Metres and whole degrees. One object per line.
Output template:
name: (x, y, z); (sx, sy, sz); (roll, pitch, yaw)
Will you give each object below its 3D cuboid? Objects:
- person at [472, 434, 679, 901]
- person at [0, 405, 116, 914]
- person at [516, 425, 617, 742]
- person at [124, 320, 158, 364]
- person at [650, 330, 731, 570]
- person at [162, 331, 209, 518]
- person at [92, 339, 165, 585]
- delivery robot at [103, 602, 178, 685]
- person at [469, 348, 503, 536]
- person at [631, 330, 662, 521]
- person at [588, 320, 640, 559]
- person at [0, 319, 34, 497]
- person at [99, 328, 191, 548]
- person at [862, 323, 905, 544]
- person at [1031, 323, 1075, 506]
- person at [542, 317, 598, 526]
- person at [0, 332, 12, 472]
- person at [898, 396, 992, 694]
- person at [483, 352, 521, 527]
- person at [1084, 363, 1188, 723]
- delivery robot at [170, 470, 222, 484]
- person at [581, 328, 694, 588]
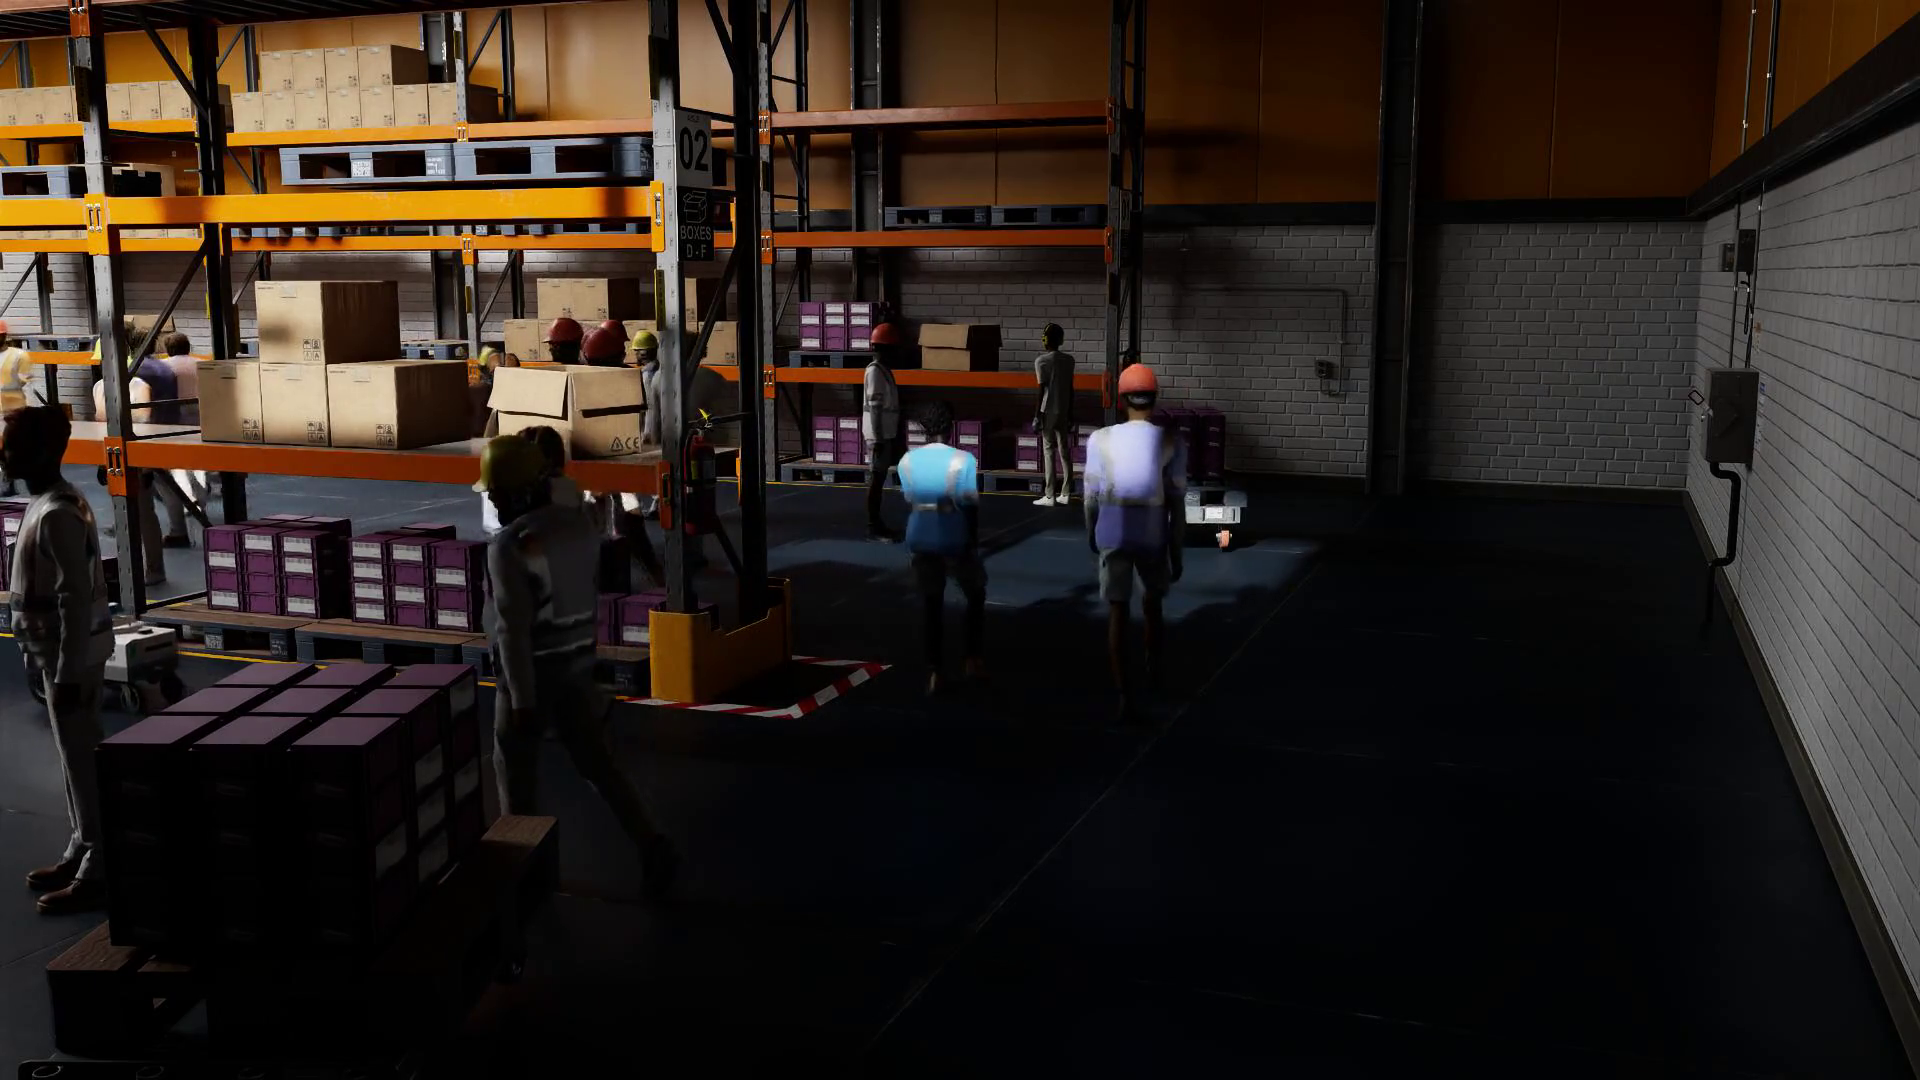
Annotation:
person: (-1.468, 0.490, 6.199); (0.865, 1.788, 0.590); (4, 10, 25)
person: (-3.346, 0.439, 6.197); (0.360, 1.883, 0.574); (-5, 11, -31)
person: (-1.980, 0.239, 8.276); (0.529, 1.623, 0.510); (3, 9, 17)
person: (-9.848, -1.700, 19.812); (0.673, 1.831, 0.431); (1, 9, 7)
person: (-2.141, -0.721, 13.348); (0.657, 1.921, 0.444); (2, 9, 13)
person: (-7.430, -1.091, 15.990); (0.642, 1.824, 0.487); (-8, 12, -42)
person: (-6.351, -0.604, 12.641); (0.588, 1.919, 0.399); (4, 10, 25)
delivery robot: (-4.661, 0.587, 9.130); (0.707, 0.478, 0.477); (4, 10, 21)
person: (-4.135, -0.841, 14.771); (0.530, 1.709, 0.937); (-7, 11, -37)
person: (-2.979, -1.098, 16.013); (0.403, 1.828, 0.594); (0, 9, -1)
person: (-2.842, -0.805, 13.654); (0.375, 1.995, 0.611); (5, 10, 29)
person: (-10.159, -1.419, 17.749); (0.564, 1.919, 0.501); (-1, 9, -6)
person: (-7.150, -0.877, 14.406); (0.978, 1.885, 0.732); (1, 9, 4)
person: (-0.668, -0.938, 14.675); (0.379, 1.937, 0.548); (1, 9, 6)
person: (0.948, -1.277, 17.008); (0.519, 1.873, 0.335); (-6, 11, -35)
person: (-2.909, -0.642, 12.481); (0.395, 2.044, 0.609); (-1, 9, -5)
person: (-11.536, -1.697, 20.066); (0.312, 1.738, 0.483); (1, 9, 7)
person: (-0.097, 0.028, 9.448); (0.538, 1.658, 0.486); (5, 10, 28)
person: (-3.104, -0.384, 11.542); (0.430, 1.836, 0.632); (-2, 9, -12)
person: (0.947, -0.016, 9.070); (0.553, 1.873, 0.997); (1, 9, 4)
delivery robot: (-8.010, -0.734, 17.427); (0.477, 0.478, 0.707); (3, 9, 15)
person: (-2.457, -0.512, 11.868); (1.056, 1.975, 0.624); (3, 10, 19)
